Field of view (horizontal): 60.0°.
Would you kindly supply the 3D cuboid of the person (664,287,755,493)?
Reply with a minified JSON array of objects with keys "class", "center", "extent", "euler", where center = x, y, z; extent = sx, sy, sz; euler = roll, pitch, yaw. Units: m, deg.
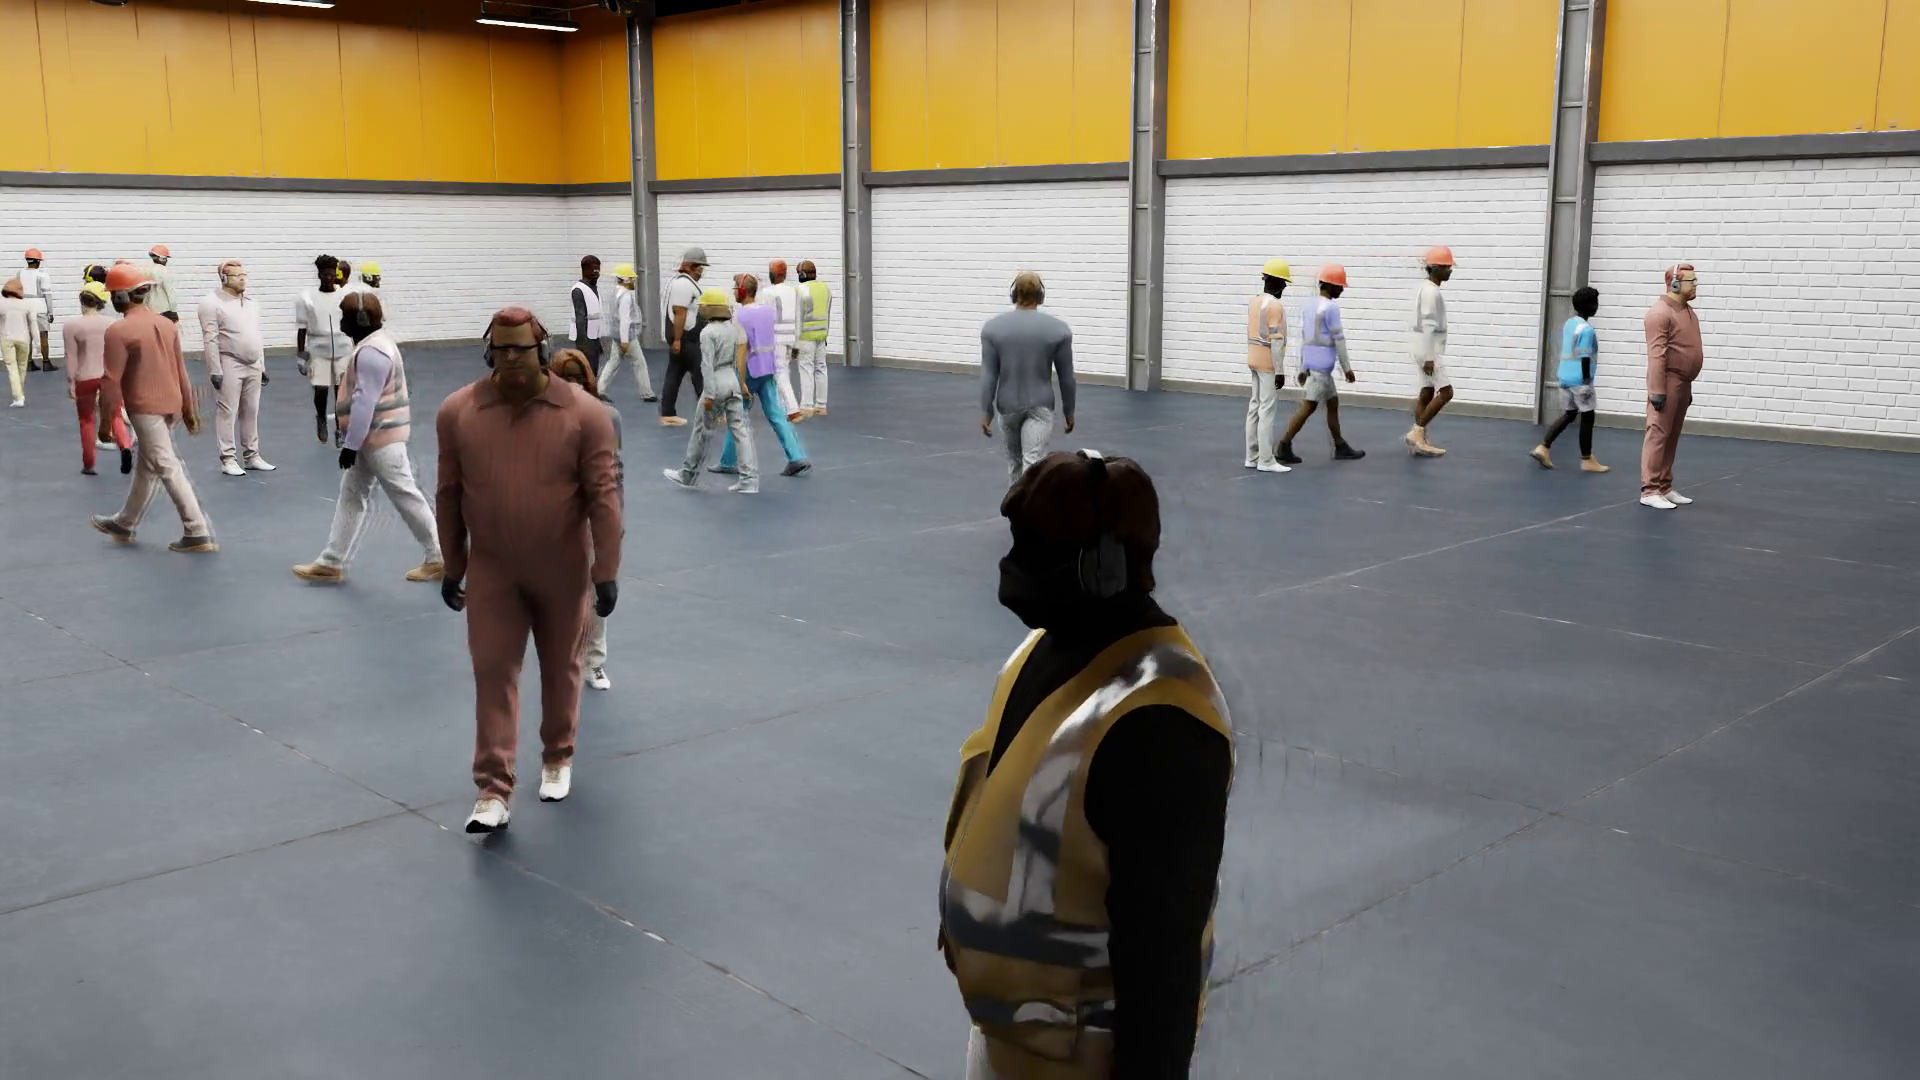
[{"class":"person","center":[-2.070,-1.246,13.846],"extent":[0.872,1.694,0.506],"euler":[6,12,29]}]

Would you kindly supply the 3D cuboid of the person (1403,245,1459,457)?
[{"class":"person","center":[4.540,-1.791,15.930],"extent":[0.420,2.032,0.632],"euler":[2,11,12]}]

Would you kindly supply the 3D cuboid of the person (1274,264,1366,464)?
[{"class":"person","center":[3.371,-1.644,15.608],"extent":[0.979,1.880,0.537],"euler":[-2,11,-8]}]

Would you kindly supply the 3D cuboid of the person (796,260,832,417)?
[{"class":"person","center":[-1.785,-2.369,19.624],"extent":[0.429,1.838,0.622],"euler":[7,13,35]}]

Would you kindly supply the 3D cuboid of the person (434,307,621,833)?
[{"class":"person","center":[-1.563,0.113,5.983],"extent":[0.679,1.864,0.930],"euler":[-1,10,-6]}]

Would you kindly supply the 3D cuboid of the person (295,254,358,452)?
[{"class":"person","center":[-6.232,-1.848,16.455],"extent":[0.635,1.949,0.476],"euler":[-6,12,-29]}]

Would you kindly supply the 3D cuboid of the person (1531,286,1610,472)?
[{"class":"person","center":[5.562,-1.449,15.042],"extent":[0.556,1.693,0.580],"euler":[0,10,-2]}]

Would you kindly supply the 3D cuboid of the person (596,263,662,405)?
[{"class":"person","center":[-4.242,-2.584,20.928],"extent":[0.915,1.792,0.607],"euler":[-5,12,-26]}]

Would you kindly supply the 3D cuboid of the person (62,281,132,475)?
[{"class":"person","center":[-7.593,-1.416,14.707],"extent":[0.536,1.729,0.692],"euler":[-9,13,-39]}]

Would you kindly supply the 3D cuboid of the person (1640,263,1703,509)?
[{"class":"person","center":[5.613,-1.208,13.088],"extent":[0.408,1.913,0.643],"euler":[9,14,41]}]

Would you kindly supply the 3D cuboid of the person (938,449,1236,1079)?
[{"class":"person","center":[0.268,0.752,2.664],"extent":[0.804,1.819,0.631],"euler":[-2,11,-12]}]

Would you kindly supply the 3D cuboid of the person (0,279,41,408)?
[{"class":"person","center":[-11.832,-2.456,20.783],"extent":[0.578,1.572,0.818],"euler":[-7,12,-32]}]

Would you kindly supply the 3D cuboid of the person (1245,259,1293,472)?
[{"class":"person","center":[2.798,-1.574,15.063],"extent":[0.381,1.917,0.585],"euler":[-2,11,-13]}]

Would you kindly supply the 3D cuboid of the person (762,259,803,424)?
[{"class":"person","center":[-2.035,-2.249,18.940],"extent":[0.550,1.897,0.583],"euler":[7,12,33]}]

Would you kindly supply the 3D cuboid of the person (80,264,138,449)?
[{"class":"person","center":[-8.446,-1.798,16.473],"extent":[0.672,1.849,0.530],"euler":[2,11,10]}]

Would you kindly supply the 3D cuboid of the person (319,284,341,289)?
[{"class":"person","center":[-9.605,-3.396,25.598],"extent":[0.529,1.697,0.321],"euler":[3,11,16]}]

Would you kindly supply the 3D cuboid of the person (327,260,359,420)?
[{"class":"person","center":[-7.102,-2.295,19.207],"extent":[0.693,1.838,0.527],"euler":[1,10,4]}]

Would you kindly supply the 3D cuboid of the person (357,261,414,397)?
[{"class":"person","center":[-7.528,-2.698,21.547],"extent":[0.863,1.790,0.589],"euler":[-6,12,-29]}]

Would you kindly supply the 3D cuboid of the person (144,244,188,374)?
[{"class":"person","center":[-12.104,-3.484,25.277],"extent":[0.609,1.992,0.382],"euler":[6,12,29]}]

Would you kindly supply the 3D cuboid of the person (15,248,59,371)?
[{"class":"person","center":[-14.502,-3.609,26.135],"extent":[0.542,1.929,0.383],"euler":[0,10,0]}]

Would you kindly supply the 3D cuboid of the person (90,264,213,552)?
[{"class":"person","center":[-5.551,-0.883,11.257],"extent":[1.057,1.928,0.624],"euler":[2,11,11]}]

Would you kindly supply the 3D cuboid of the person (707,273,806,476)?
[{"class":"person","center":[-1.800,-1.456,14.747],"extent":[0.959,1.807,0.561],"euler":[6,12,31]}]

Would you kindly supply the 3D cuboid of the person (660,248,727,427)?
[{"class":"person","center":[-2.939,-2.280,18.575],"extent":[0.957,2.000,0.706],"euler":[-2,11,-10]}]

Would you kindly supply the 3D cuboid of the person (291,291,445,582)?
[{"class":"person","center":[-3.592,-0.614,10.172],"extent":[0.961,1.795,0.632],"euler":[-4,11,-20]}]

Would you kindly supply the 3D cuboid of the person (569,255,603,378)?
[{"class":"person","center":[-4.127,-2.194,18.460],"extent":[0.391,1.913,0.587],"euler":[1,10,3]}]

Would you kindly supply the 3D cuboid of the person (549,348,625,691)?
[{"class":"person","center":[-1.869,-0.126,8.010],"extent":[0.508,1.607,0.718],"euler":[-4,11,-22]}]

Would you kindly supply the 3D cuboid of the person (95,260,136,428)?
[{"class":"person","center":[-9.302,-2.149,18.344],"extent":[0.589,1.866,0.627],"euler":[-1,10,-6]}]

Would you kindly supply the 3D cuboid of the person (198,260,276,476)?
[{"class":"person","center":[-6.462,-1.543,14.911],"extent":[0.410,1.913,0.642],"euler":[4,11,20]}]

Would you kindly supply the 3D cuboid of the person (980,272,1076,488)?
[{"class":"person","center":[0.472,-0.909,11.540],"extent":[0.652,1.888,1.040],"euler":[2,11,8]}]
